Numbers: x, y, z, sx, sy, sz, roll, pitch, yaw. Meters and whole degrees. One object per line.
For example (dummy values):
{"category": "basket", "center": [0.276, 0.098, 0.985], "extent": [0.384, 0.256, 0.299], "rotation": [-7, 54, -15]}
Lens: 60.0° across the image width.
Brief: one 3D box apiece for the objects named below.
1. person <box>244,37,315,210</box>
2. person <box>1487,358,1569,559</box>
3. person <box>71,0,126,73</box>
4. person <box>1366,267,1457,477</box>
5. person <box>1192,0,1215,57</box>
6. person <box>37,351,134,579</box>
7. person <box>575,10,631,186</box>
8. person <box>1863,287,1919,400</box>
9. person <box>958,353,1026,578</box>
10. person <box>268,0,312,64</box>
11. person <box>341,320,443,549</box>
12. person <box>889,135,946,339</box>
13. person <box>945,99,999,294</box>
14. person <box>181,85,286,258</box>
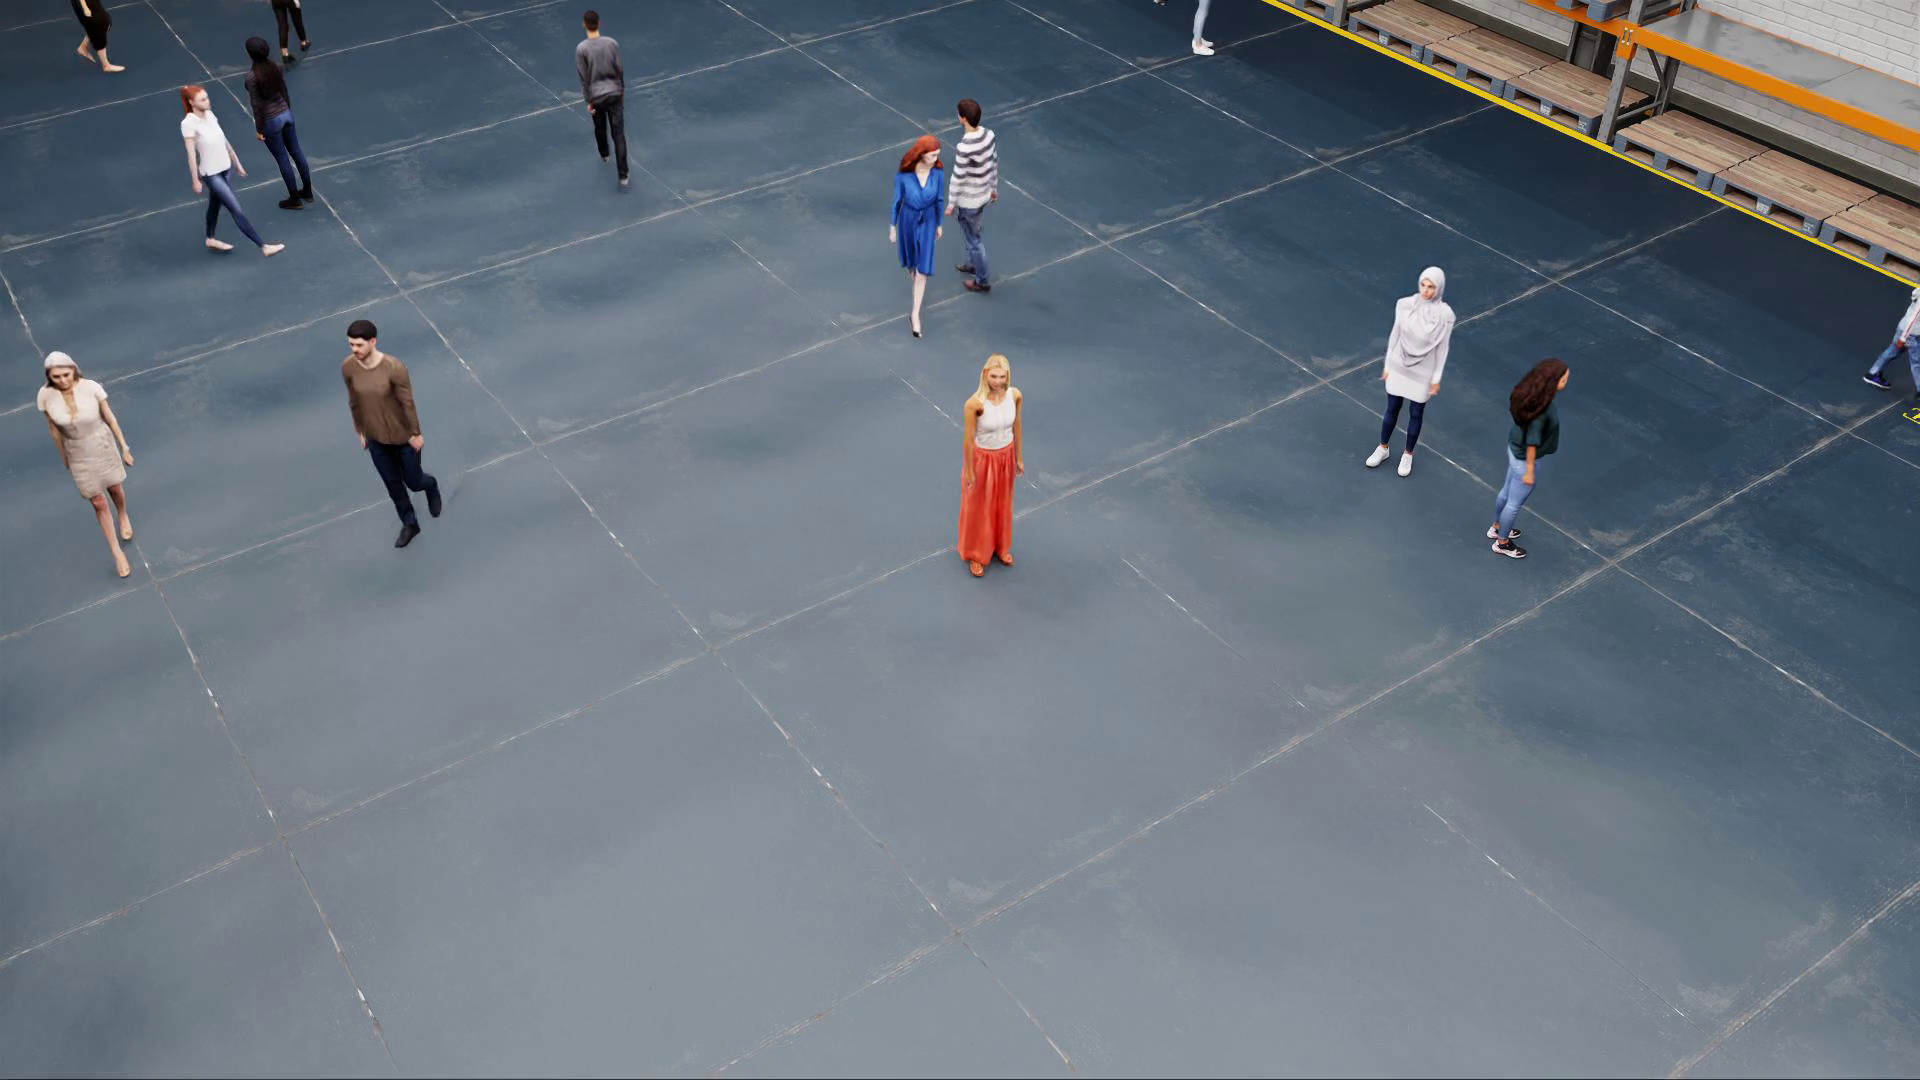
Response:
{"category": "person", "center": [-6.702, -4.097, 16.329], "extent": [0.731, 1.745, 0.713], "rotation": [16, 41, 19]}
{"category": "person", "center": [4.102, -0.615, 12.072], "extent": [0.774, 1.616, 0.710], "rotation": [5, 39, 6]}
{"category": "person", "center": [-10.055, -6.114, 18.960], "extent": [0.825, 1.613, 0.808], "rotation": [-4, 39, -4]}
{"category": "person", "center": [3.497, -1.311, 12.817], "extent": [0.602, 1.775, 0.740], "rotation": [21, 43, 24]}
{"category": "person", "center": [2.888, -6.546, 19.428], "extent": [0.742, 1.705, 0.657], "rotation": [3, 39, 3]}
{"category": "person", "center": [-6.264, -0.641, 12.034], "extent": [0.718, 1.704, 1.011], "rotation": [-16, 41, -19]}
{"category": "person", "center": [-3.547, -4.417, 16.751], "extent": [0.881, 1.718, 1.248], "rotation": [-11, 40, -14]}
{"category": "person", "center": [7.883, -1.770, 13.828], "extent": [0.910, 1.230, 0.669], "rotation": [25, 45, 28]}
{"category": "person", "center": [0.218, -0.558, 11.850], "extent": [0.652, 1.803, 0.617], "rotation": [-18, 42, -21]}
{"category": "person", "center": [-7.859, -6.234, 19.238], "extent": [0.900, 1.454, 1.047], "rotation": [0, 39, 0]}
{"category": "person", "center": [-4.113, -0.828, 12.129], "extent": [0.899, 1.878, 0.963], "rotation": [5, 39, 6]}
{"category": "person", "center": [-0.384, -2.736, 14.602], "extent": [1.007, 1.773, 1.230], "rotation": [-2, 39, -2]}
{"category": "person", "center": [0.206, -3.047, 14.944], "extent": [0.833, 1.832, 0.796], "rotation": [23, 44, 26]}
{"category": "person", "center": [-7.028, -3.409, 15.512], "extent": [1.152, 1.688, 1.087], "rotation": [7, 39, 9]}
